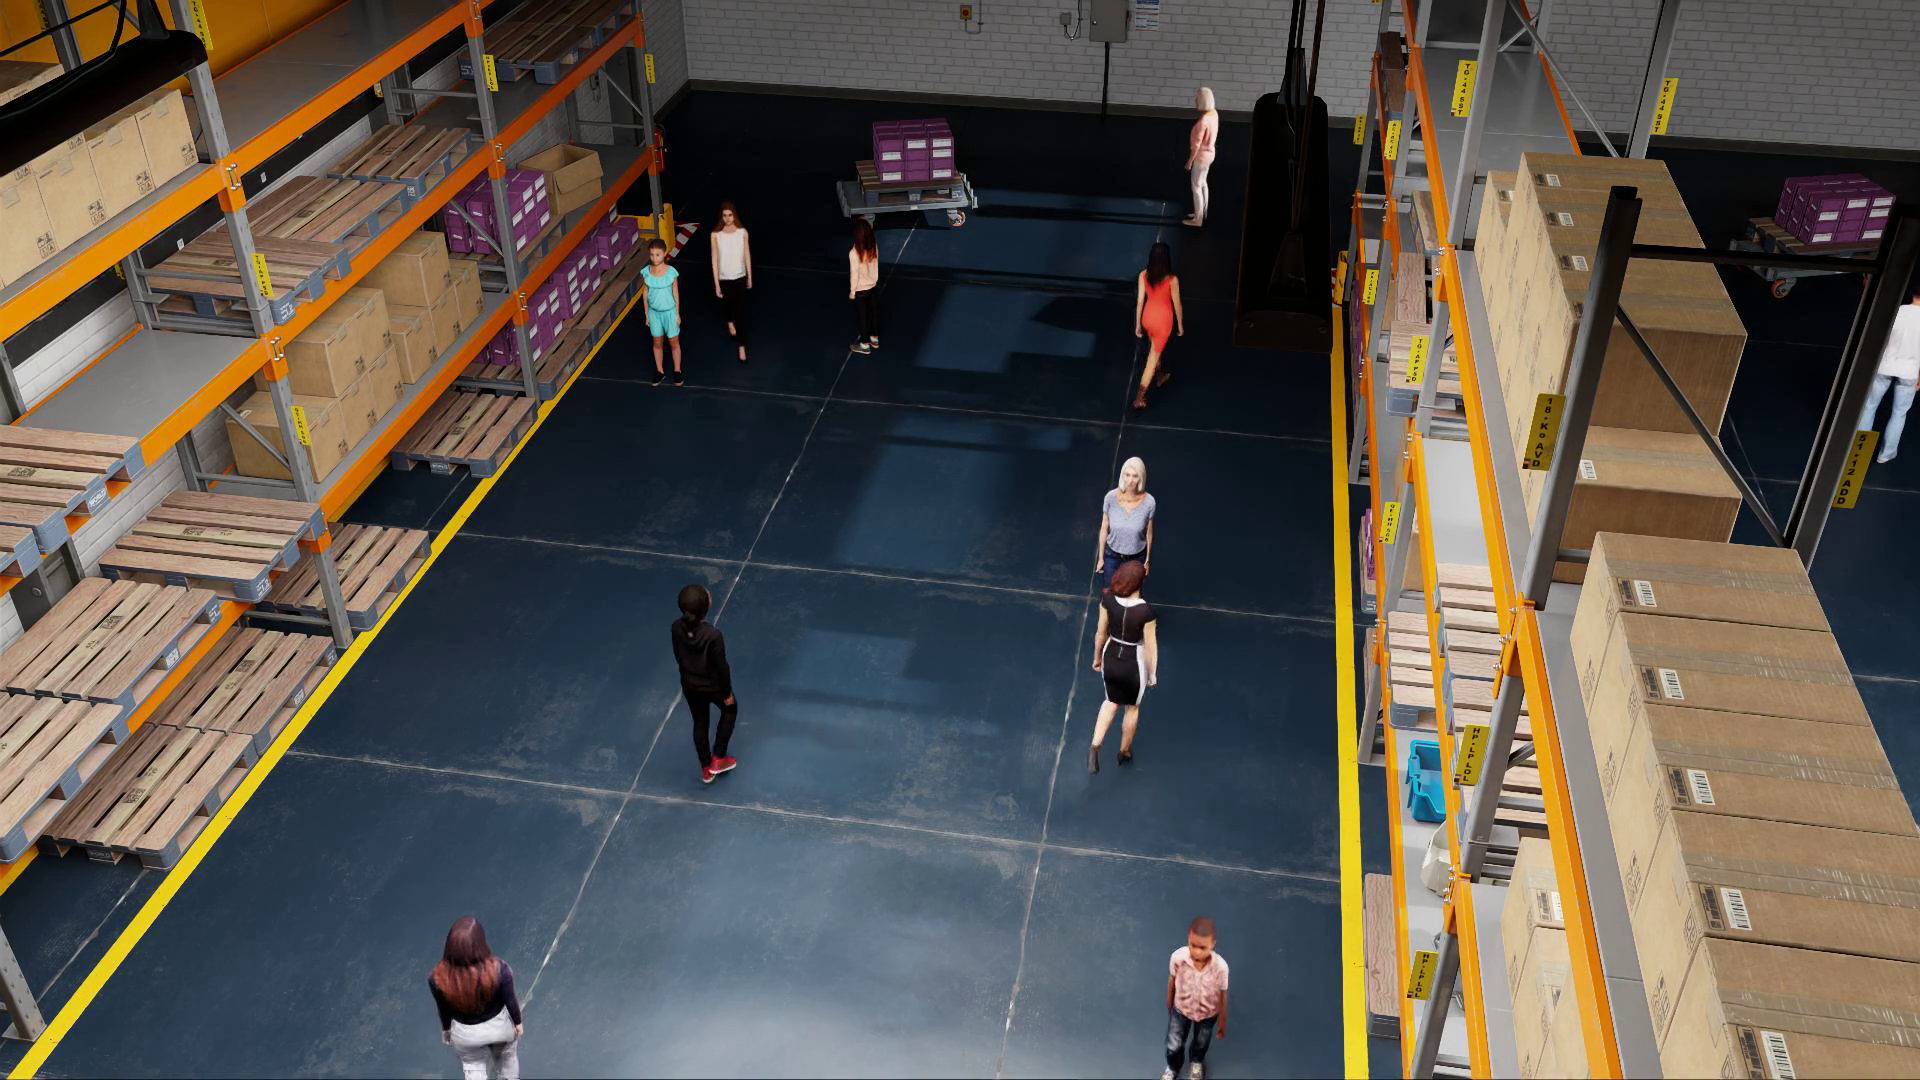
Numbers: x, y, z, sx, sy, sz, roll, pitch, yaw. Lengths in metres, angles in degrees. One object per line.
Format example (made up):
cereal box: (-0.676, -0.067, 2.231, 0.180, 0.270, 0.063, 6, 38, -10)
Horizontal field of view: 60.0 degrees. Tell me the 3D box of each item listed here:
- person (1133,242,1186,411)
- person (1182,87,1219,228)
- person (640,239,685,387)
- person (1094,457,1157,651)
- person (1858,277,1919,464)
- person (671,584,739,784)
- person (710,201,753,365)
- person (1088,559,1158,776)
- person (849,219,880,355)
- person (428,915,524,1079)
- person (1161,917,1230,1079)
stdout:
person: (1.910, -2.065, 16.331, 0.892, 1.679, 1.210, 19, 38, 26)
person: (2.964, -4.641, 20.171, 0.734, 1.718, 0.595, 17, 37, 23)
person: (-2.999, -2.303, 16.798, 0.575, 1.558, 0.581, 1, 34, 2)
person: (1.293, 0.115, 13.014, 0.574, 1.720, 0.504, 6, 34, 9)
person: (8.712, -1.593, 15.456, 0.746, 1.861, 0.701, 20, 39, 27)
person: (-1.819, 1.058, 11.645, 0.661, 1.665, 0.631, 13, 36, 19)
person: (-2.408, -2.742, 17.341, 0.766, 1.687, 1.116, -4, 34, -6)
person: (1.110, 0.965, 11.681, 0.788, 1.780, 0.946, 18, 38, 25)
person: (-0.999, -2.661, 17.409, 0.702, 1.479, 0.590, 22, 39, 29)
person: (-2.643, 2.729, 9.193, 0.751, 1.596, 0.867, -6, 34, -9)
person: (1.385, 2.630, 9.612, 0.519, 1.297, 0.545, 7, 34, 10)
